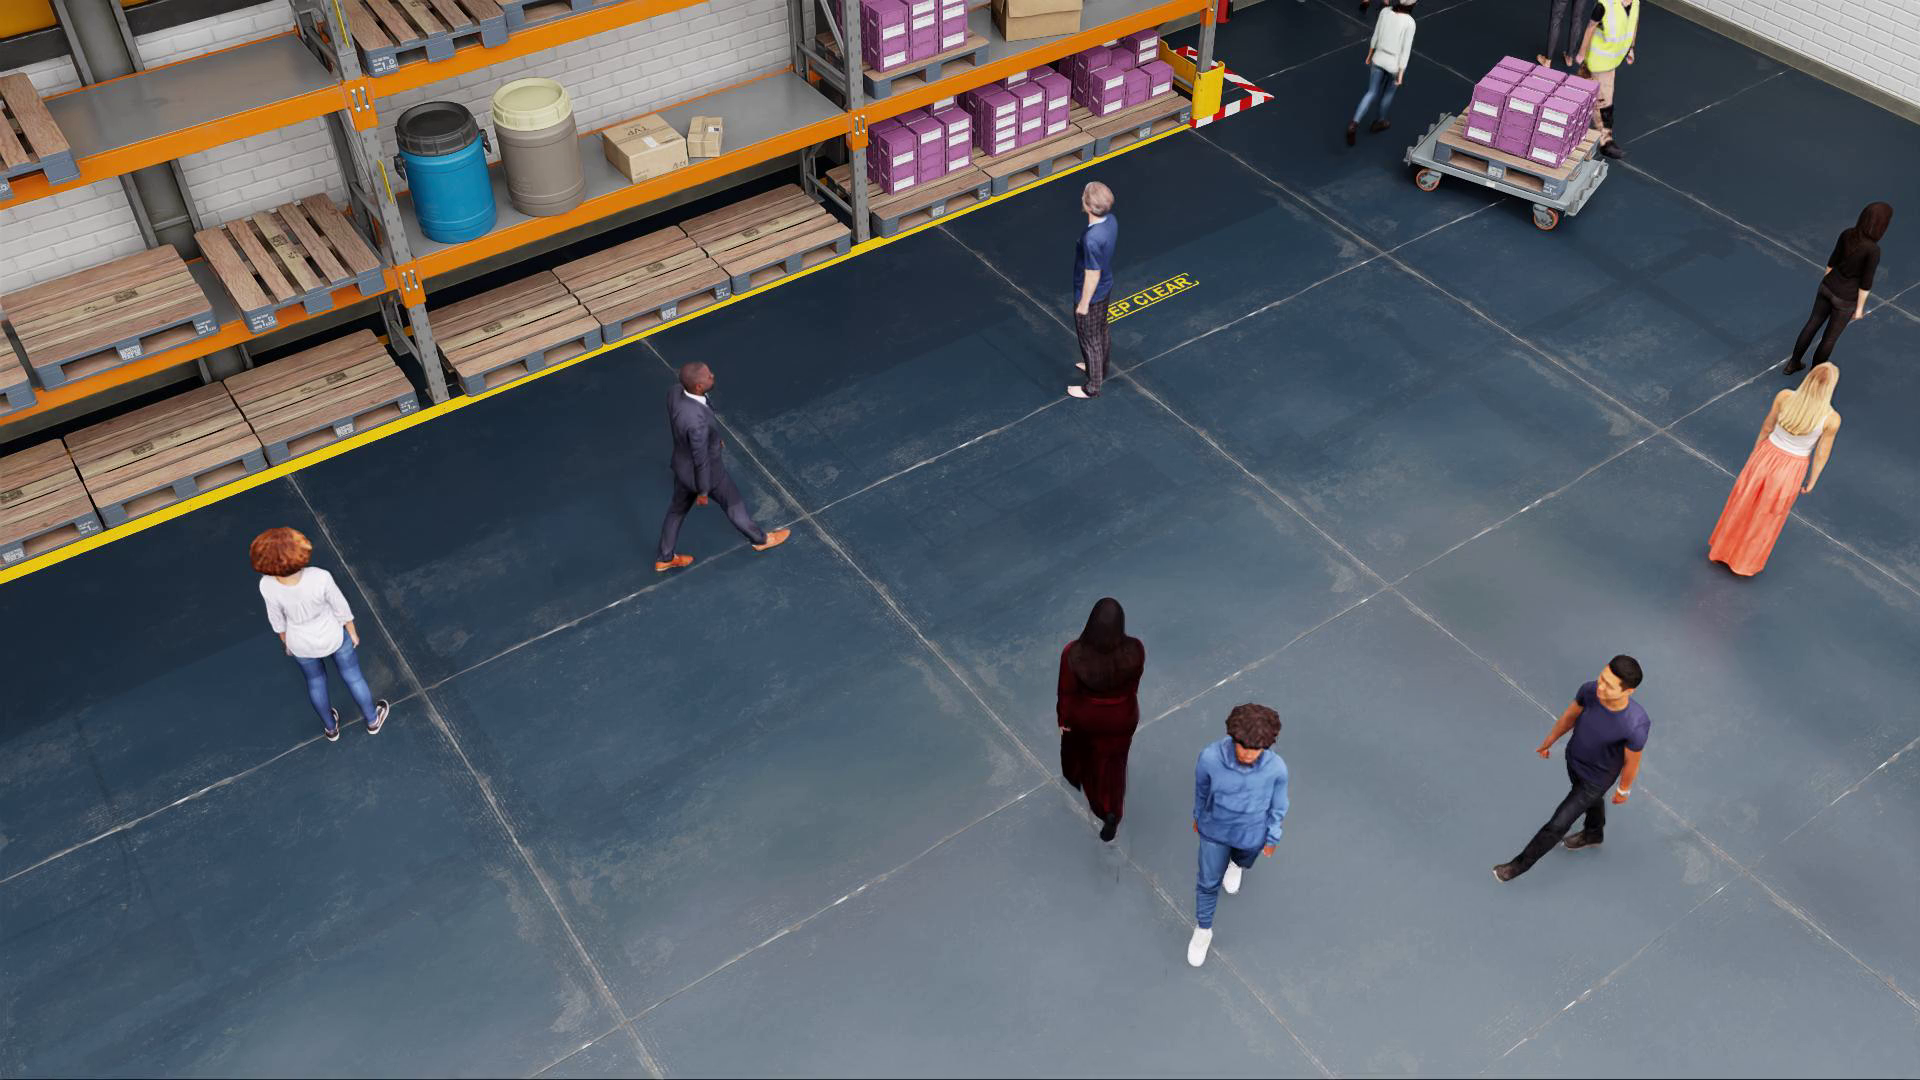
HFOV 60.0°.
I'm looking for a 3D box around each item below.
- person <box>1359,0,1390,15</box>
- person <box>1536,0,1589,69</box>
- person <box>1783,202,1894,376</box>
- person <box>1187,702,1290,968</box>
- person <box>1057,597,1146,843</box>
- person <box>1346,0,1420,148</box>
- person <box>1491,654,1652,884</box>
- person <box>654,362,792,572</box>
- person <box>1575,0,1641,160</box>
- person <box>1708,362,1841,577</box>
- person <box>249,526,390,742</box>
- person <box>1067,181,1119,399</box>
[{"bbox_3d":[4.519,-6.403,17.646,0.602,1.677,0.654,8,44,9],"label":"person"},{"bbox_3d":[6.211,-5.637,16.776,0.614,1.768,0.749,-5,44,-5],"label":"person"},{"bbox_3d":[6.851,-1.914,12.959,0.569,1.642,0.614,-15,46,-16],"label":"person"},{"bbox_3d":[1.539,1.516,9.255,1.085,1.785,1.159,6,44,7],"label":"person"},{"bbox_3d":[0.836,1.080,9.760,1.032,1.720,1.026,-2,44,-3],"label":"person"},{"bbox_3d":[3.983,-4.439,15.633,0.729,1.609,1.068,33,53,30],"label":"person"},{"bbox_3d":[3.693,1.280,9.533,1.174,1.744,0.874,-14,45,-14],"label":"person"},{"bbox_3d":[-1.848,-0.446,11.319,1.251,1.779,0.808,-20,47,-20],"label":"person"},{"bbox_3d":[5.995,-4.560,15.634,1.157,1.784,0.769,-28,50,-26],"label":"person"},{"bbox_3d":[5.564,-0.473,11.330,0.609,1.804,0.651,-31,52,-29],"label":"person"},{"bbox_3d":[-3.976,0.593,10.276,0.684,1.714,0.792,-6,44,-6],"label":"person"},{"bbox_3d":[1.030,-1.929,12.810,0.797,1.870,0.690,14,45,14],"label":"person"}]
